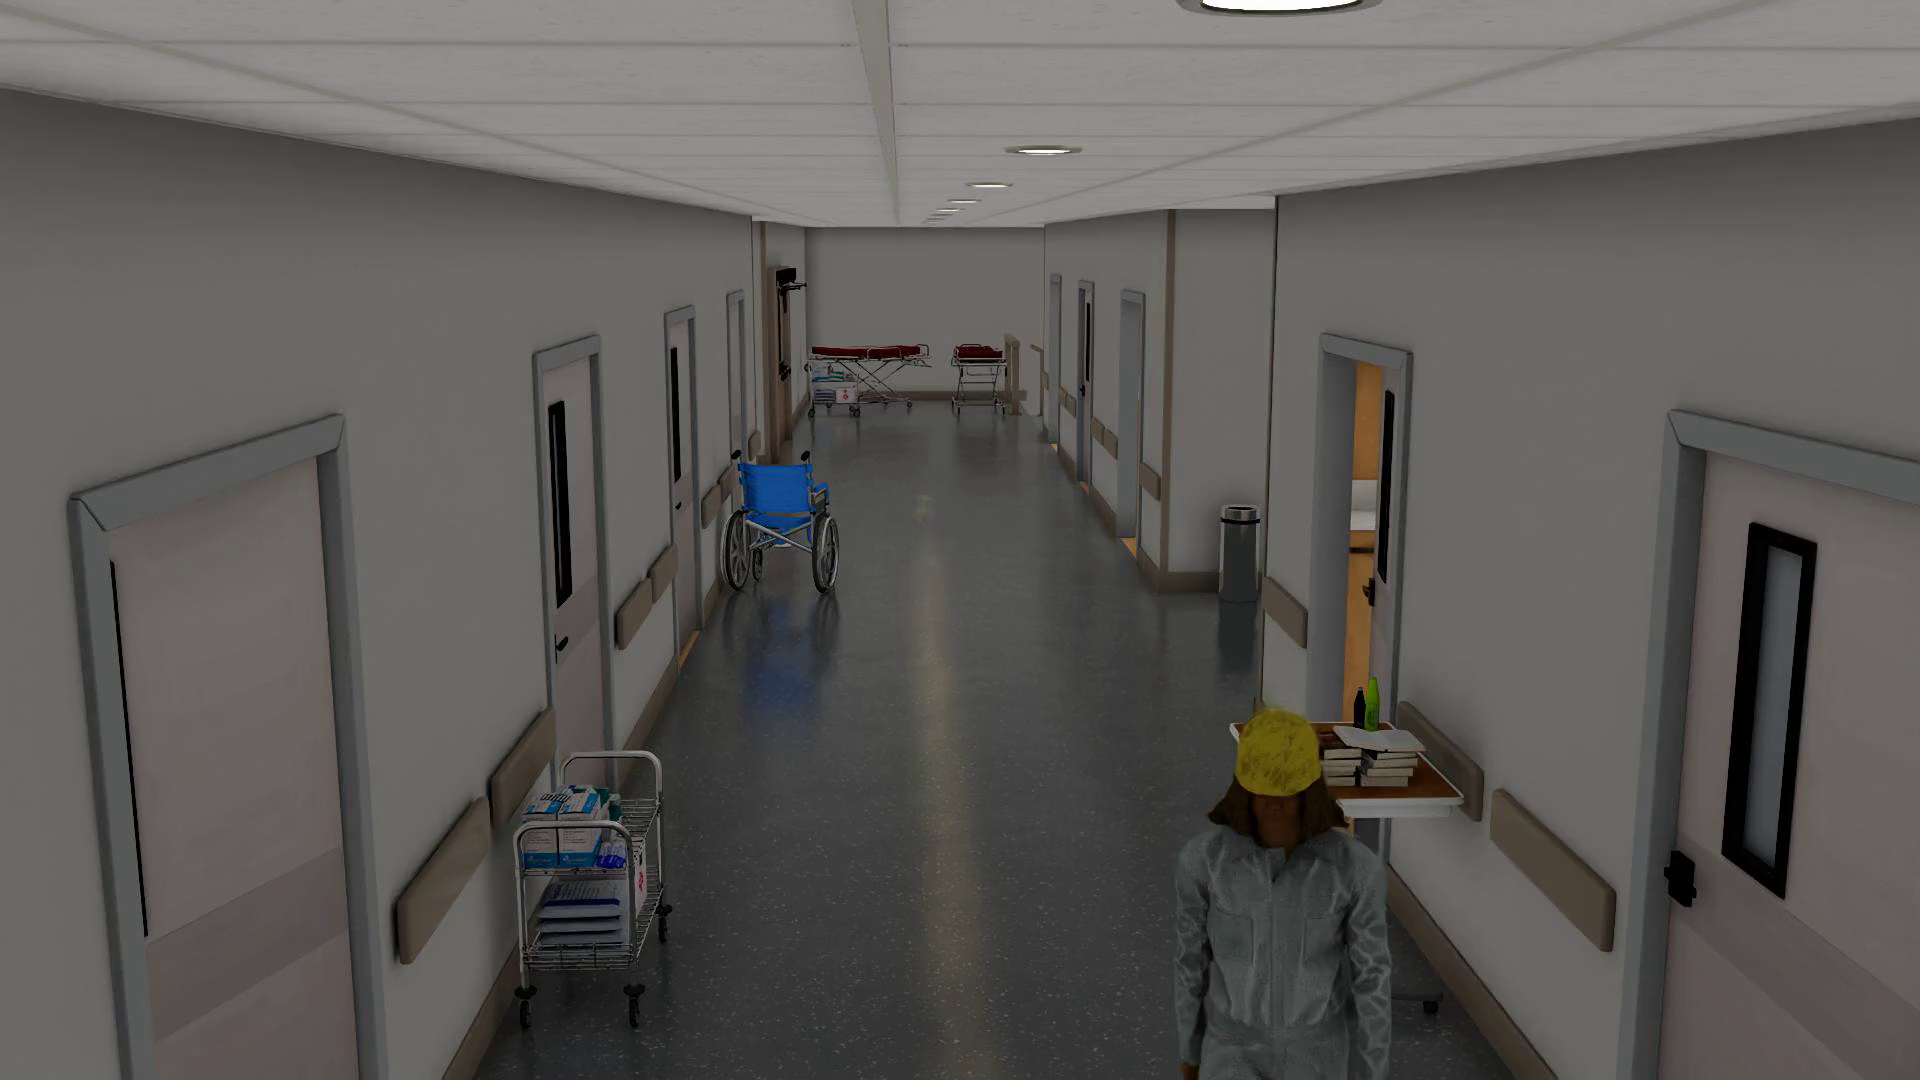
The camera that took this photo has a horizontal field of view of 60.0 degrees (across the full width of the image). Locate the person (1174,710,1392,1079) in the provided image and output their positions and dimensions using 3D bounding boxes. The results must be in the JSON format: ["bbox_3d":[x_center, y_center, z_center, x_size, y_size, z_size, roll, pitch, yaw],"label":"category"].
[{"bbox_3d":[0.738,1.239,3.855,0.504,1.707,0.818,2,10,9],"label":"person"}]
